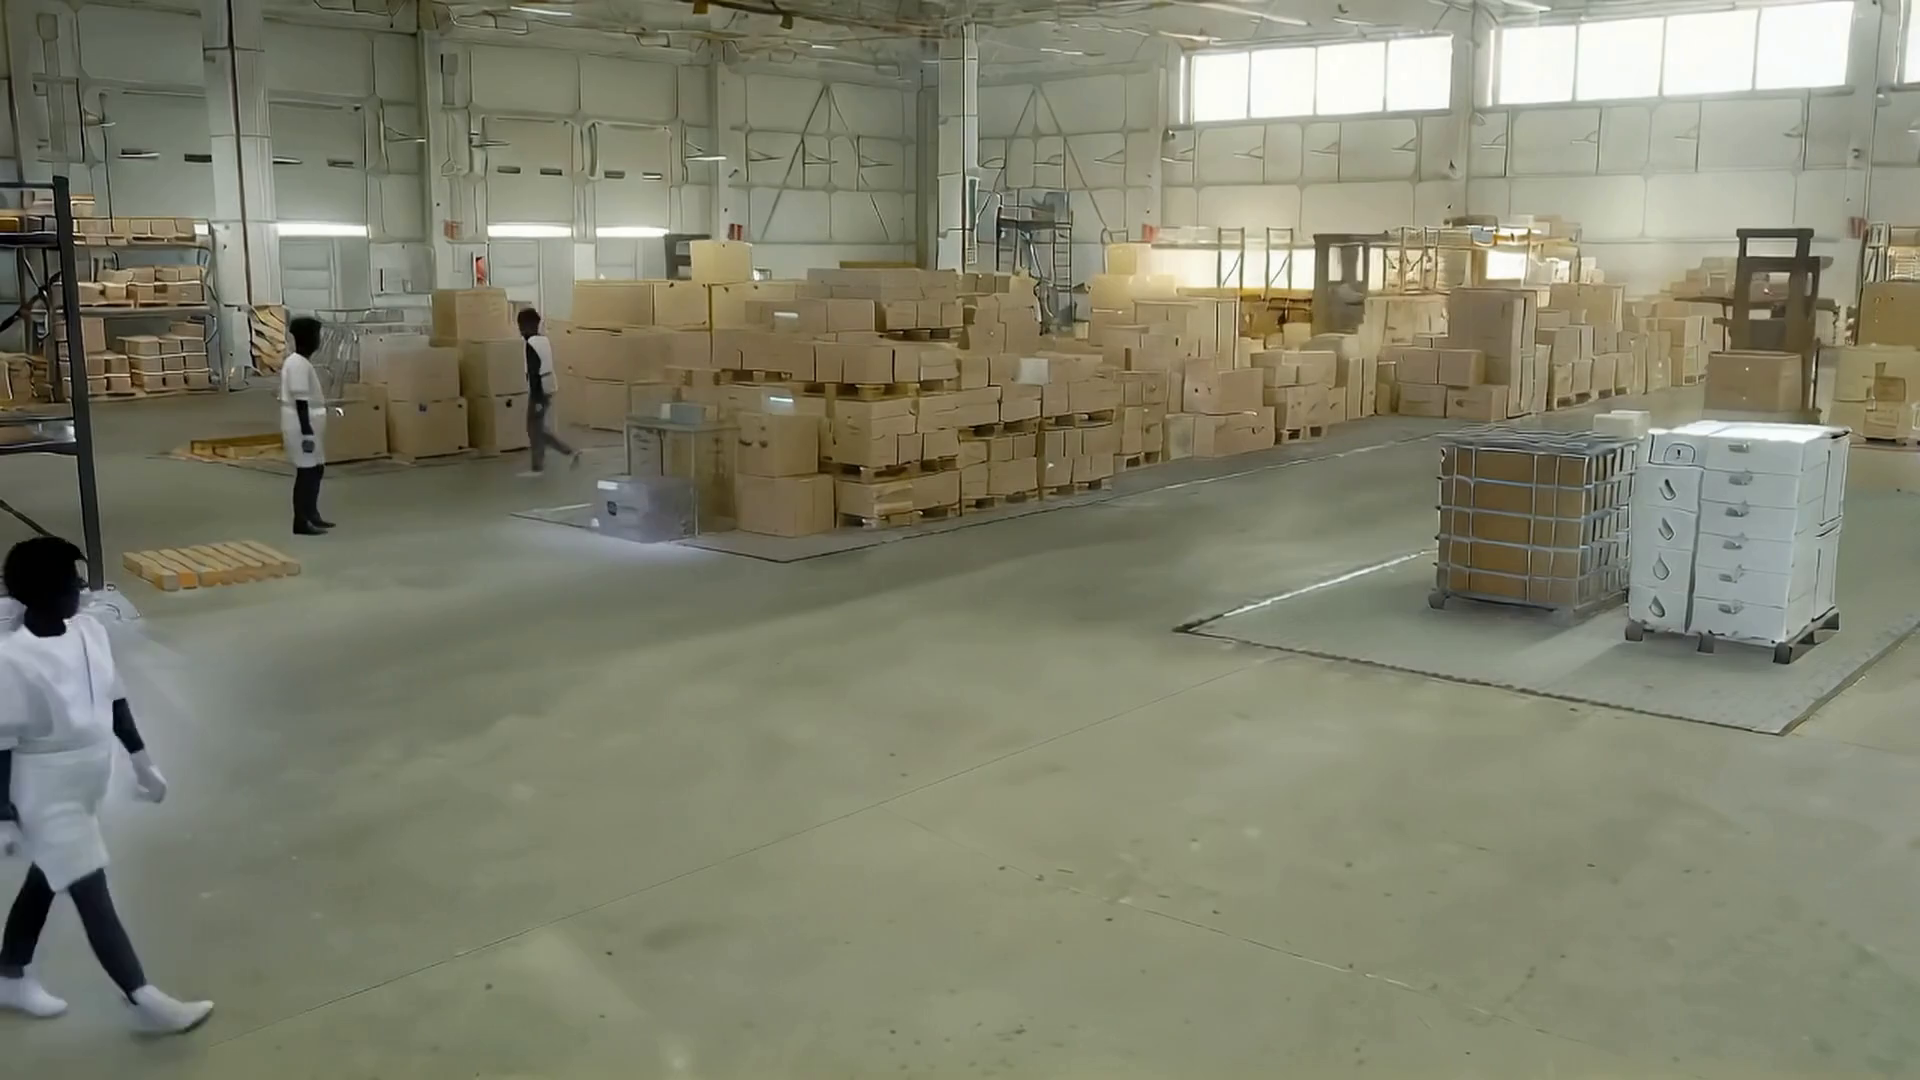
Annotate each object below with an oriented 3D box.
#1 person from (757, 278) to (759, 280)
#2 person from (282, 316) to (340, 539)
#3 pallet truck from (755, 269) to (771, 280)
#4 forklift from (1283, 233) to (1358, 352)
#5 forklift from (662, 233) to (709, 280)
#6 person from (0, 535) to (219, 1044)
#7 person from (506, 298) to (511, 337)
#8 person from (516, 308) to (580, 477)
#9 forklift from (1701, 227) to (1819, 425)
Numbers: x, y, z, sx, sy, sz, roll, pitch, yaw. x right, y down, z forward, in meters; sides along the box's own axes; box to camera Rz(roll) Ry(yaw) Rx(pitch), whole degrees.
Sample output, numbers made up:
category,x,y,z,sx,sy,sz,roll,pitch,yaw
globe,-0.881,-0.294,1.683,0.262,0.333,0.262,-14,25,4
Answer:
category,x,y,z,sx,sy,sz,roll,pitch,yaw
person,-6.151,-7.227,51.079,0.308,1.638,0.511,-3,10,-16
person,-5.749,-0.988,14.655,0.392,1.954,0.617,-3,10,-14
pallet truck,-4.996,-6.432,45.525,1.885,1.965,0.823,-6,12,-32
forklift,7.339,-4.615,32.668,1.129,2.768,1.873,-6,11,-29
forklift,-5.415,-4.677,33.019,1.873,2.768,1.129,8,13,40
person,-2.832,0.797,5.340,0.872,1.644,0.535,1,10,4
person,-6.959,-2.720,24.759,0.564,1.889,0.960,5,11,24
person,-4.602,-1.617,18.419,0.660,1.895,0.591,0,10,0
forklift,11.308,-2.972,23.315,1.129,2.768,1.873,8,13,40
